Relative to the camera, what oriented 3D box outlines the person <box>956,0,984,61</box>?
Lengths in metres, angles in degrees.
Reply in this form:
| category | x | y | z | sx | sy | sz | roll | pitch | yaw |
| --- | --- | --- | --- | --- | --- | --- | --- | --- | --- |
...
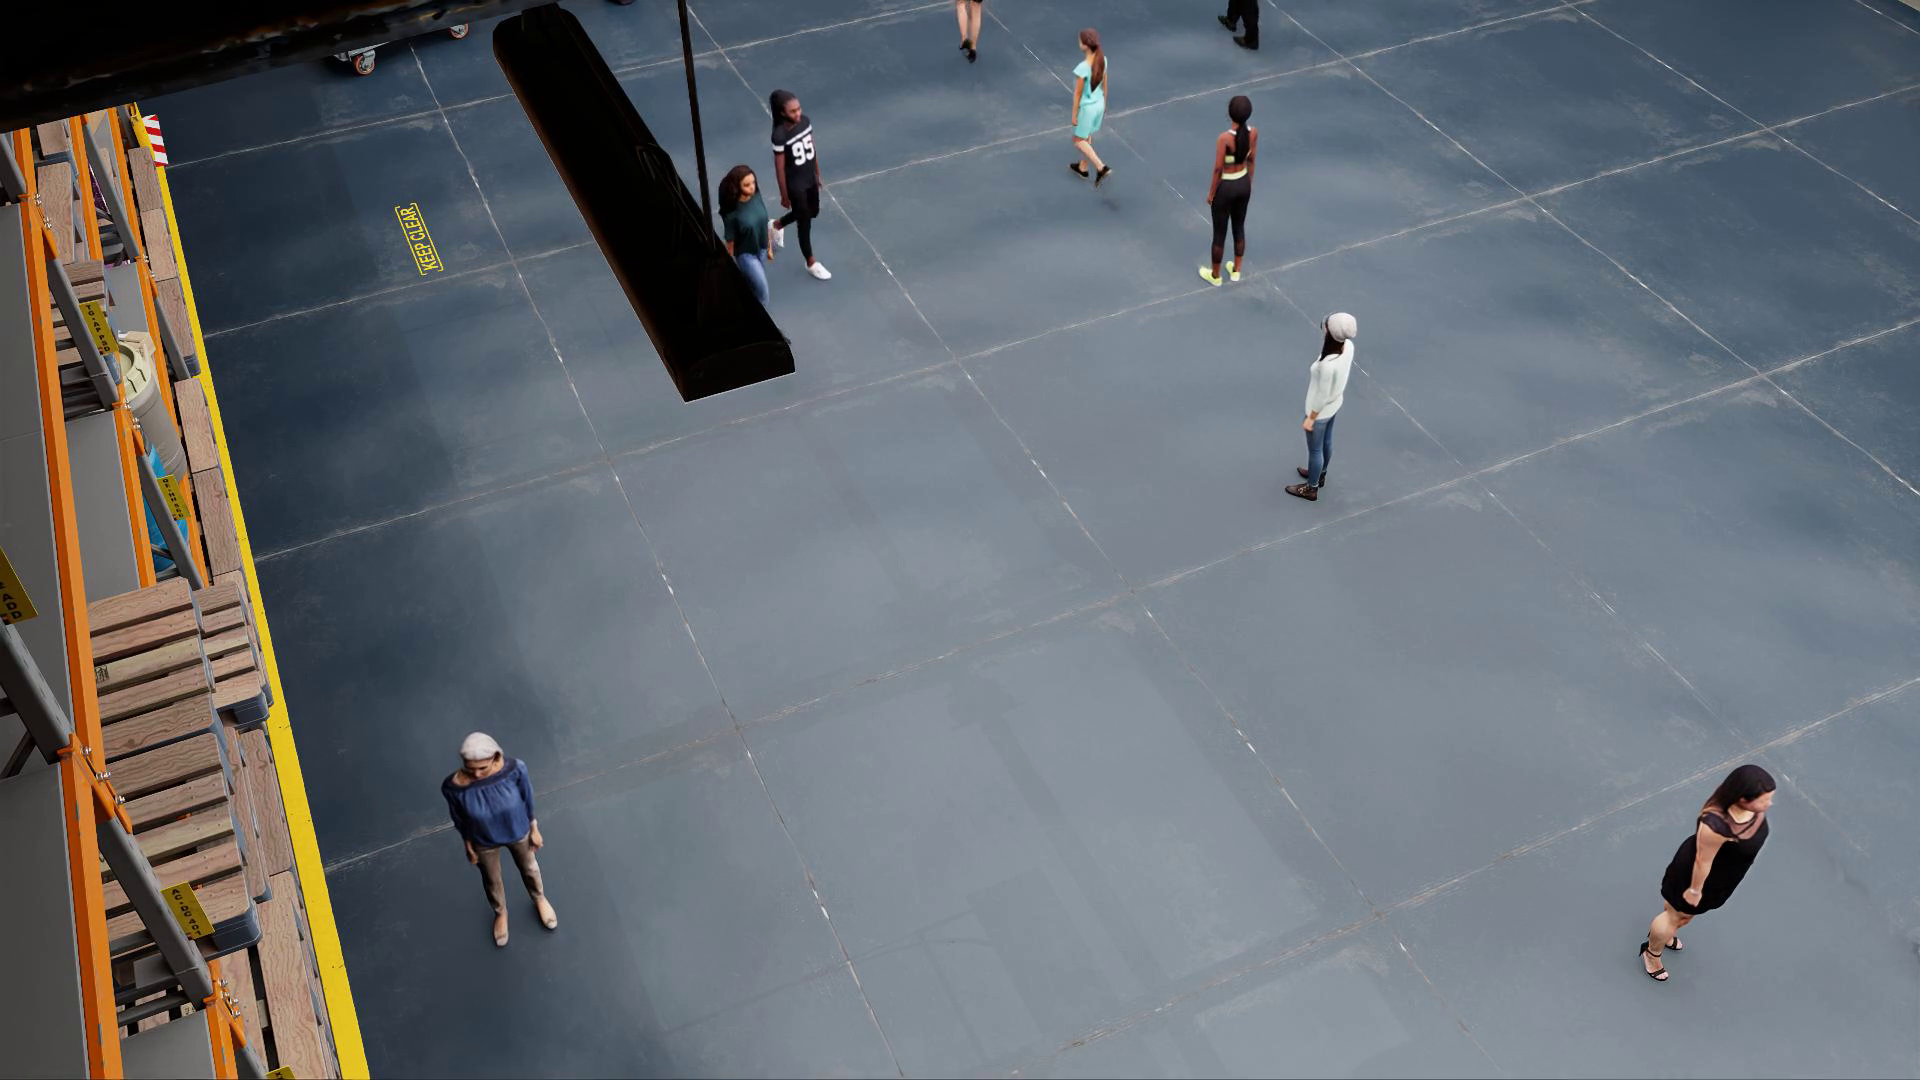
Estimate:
| category | x | y | z | sx | sy | sz | roll | pitch | yaw |
| --- | --- | --- | --- | --- | --- | --- | --- | --- | --- |
| person | 0.132 | -5.690 | 17.107 | 0.663 | 1.635 | 0.671 | -7 | 44 | -7 |

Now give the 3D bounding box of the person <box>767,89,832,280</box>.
| category | x | y | z | sx | sy | sz | roll | pitch | yaw |
| --- | --- | --- | --- | --- | --- | --- | --- | --- | --- |
| person | -1.442 | -3.089 | 14.318 | 1.083 | 1.715 | 0.929 | 25 | 49 | 24 |

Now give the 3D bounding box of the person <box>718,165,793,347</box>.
| category | x | y | z | sx | sy | sz | roll | pitch | yaw |
| --- | --- | --- | --- | --- | --- | --- | --- | --- | --- |
| person | -1.781 | -2.376 | 13.667 | 1.157 | 1.581 | 0.914 | 28 | 50 | 26 |

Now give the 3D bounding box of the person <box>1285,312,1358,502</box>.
| category | x | y | z | sx | sy | sz | roll | pitch | yaw |
| --- | --- | --- | --- | --- | --- | --- | --- | --- | --- |
| person | 2.664 | -0.991 | 12.167 | 0.663 | 1.644 | 0.645 | 24 | 49 | 23 |

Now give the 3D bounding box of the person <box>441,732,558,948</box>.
| category | x | y | z | sx | sy | sz | roll | pitch | yaw |
| --- | --- | --- | --- | --- | --- | --- | --- | --- | --- |
| person | -2.592 | 1.646 | 9.360 | 0.607 | 1.699 | 0.557 | -16 | 46 | -16 |

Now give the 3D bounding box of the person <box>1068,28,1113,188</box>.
| category | x | y | z | sx | sy | sz | roll | pitch | yaw |
| --- | --- | --- | --- | --- | --- | --- | --- | --- | --- |
| person | 1.222 | -3.952 | 15.349 | 0.684 | 1.543 | 0.905 | -28 | 50 | -26 |

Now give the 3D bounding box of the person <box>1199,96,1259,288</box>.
| category | x | y | z | sx | sy | sz | roll | pitch | yaw |
| --- | --- | --- | --- | --- | --- | --- | --- | --- | --- |
| person | 2.314 | -2.963 | 14.158 | 0.564 | 1.754 | 0.498 | -16 | 46 | -17 |

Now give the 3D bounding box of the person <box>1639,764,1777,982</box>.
| category | x | y | z | sx | sy | sz | roll | pitch | yaw |
| --- | --- | --- | --- | --- | --- | --- | --- | --- | --- |
| person | 4.101 | 1.810 | 9.174 | 0.744 | 1.718 | 0.741 | 30 | 51 | 27 |

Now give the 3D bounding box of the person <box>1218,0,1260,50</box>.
| category | x | y | z | sx | sy | sz | roll | pitch | yaw |
| --- | --- | --- | --- | --- | --- | --- | --- | --- | --- |
| person | 3.071 | -6.020 | 17.269 | 0.880 | 1.888 | 1.065 | -33 | 52 | -29 |
